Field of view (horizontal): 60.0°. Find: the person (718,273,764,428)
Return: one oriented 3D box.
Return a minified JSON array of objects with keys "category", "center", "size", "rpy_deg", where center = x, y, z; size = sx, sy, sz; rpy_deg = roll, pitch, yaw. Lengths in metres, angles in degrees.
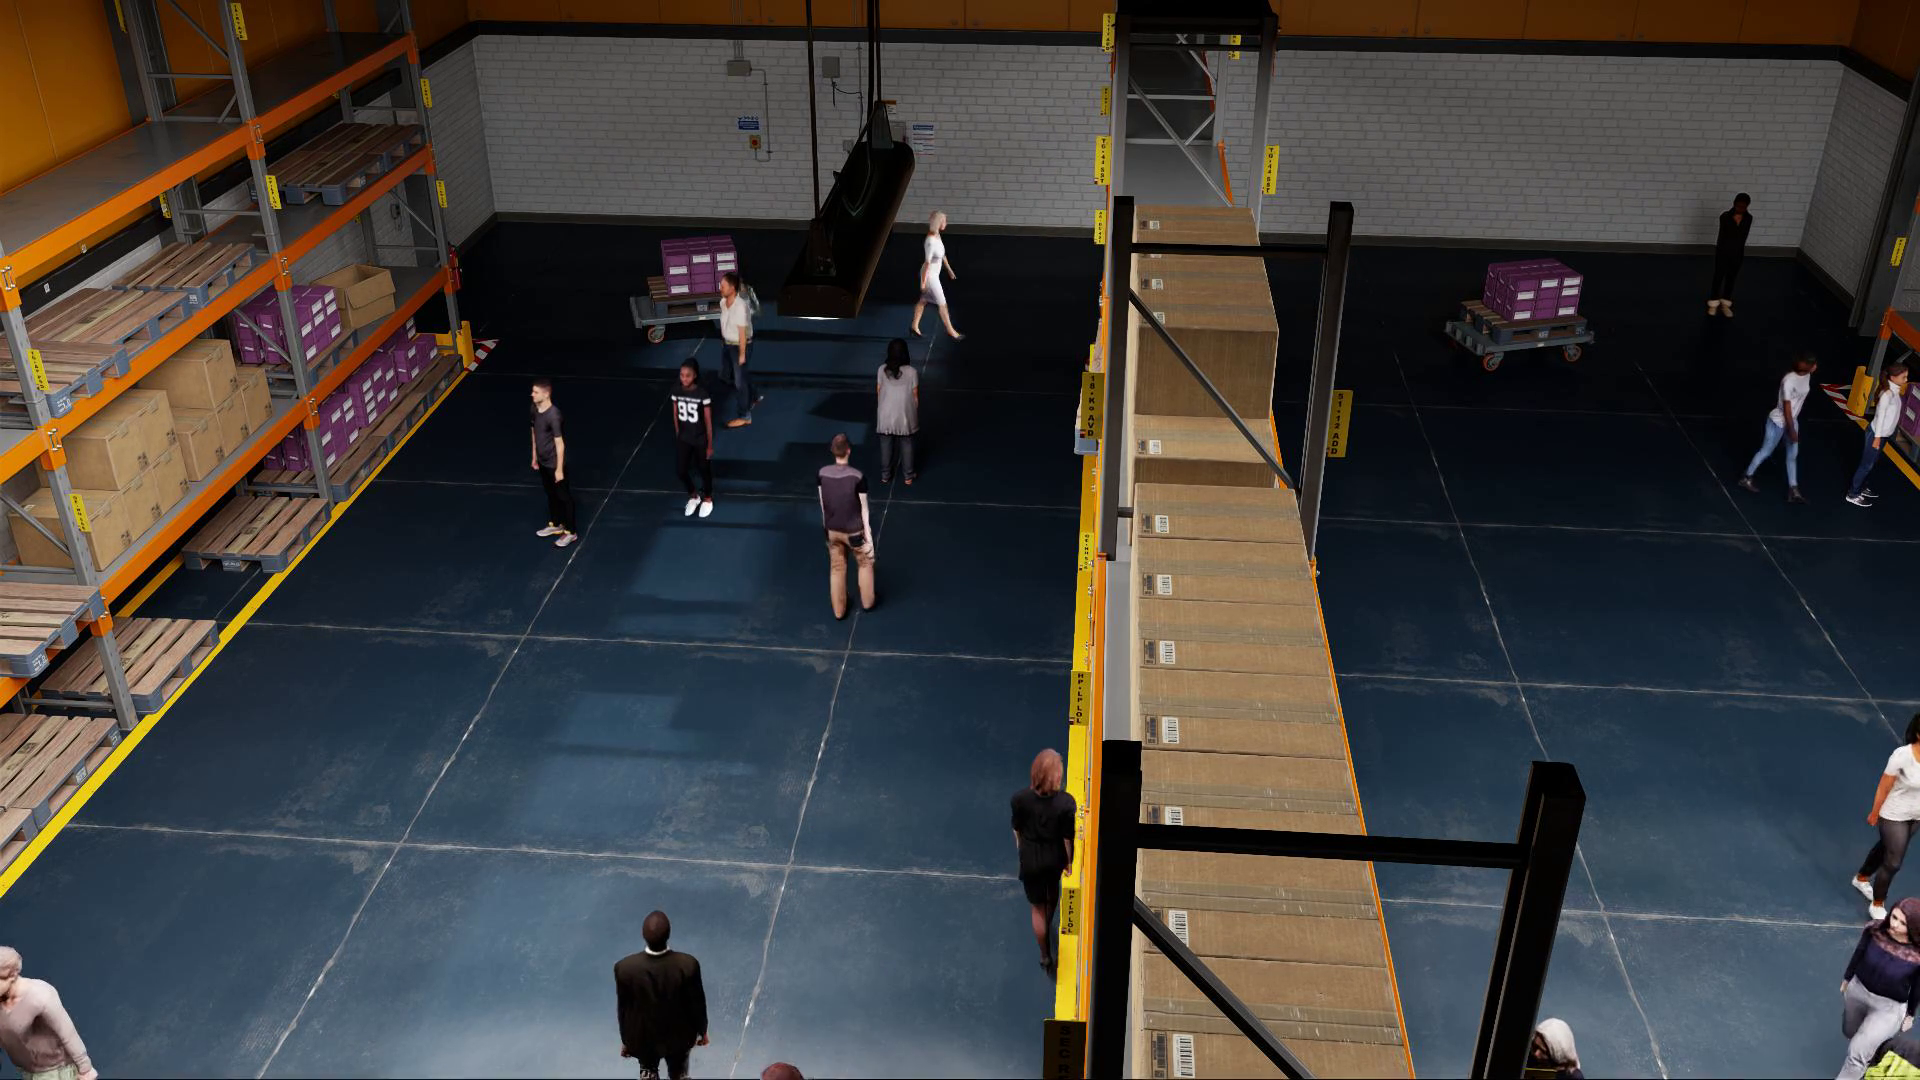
[{"category":"person","center":[-2.451,-2.188,19.021],"size":[0.924,1.842,0.866],"rpy_deg":[-19,34,-31]}]

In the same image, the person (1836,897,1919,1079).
[{"category":"person","center":[5.608,2.807,10.132],"size":[1.012,1.585,1.026],"rpy_deg":[-16,32,-27]}]

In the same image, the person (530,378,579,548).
[{"category":"person","center":[-4.053,-0.792,16.542],"size":[0.767,1.764,0.722],"rpy_deg":[-24,37,-37]}]

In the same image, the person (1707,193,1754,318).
[{"category":"person","center":[10.297,-3.844,22.248],"size":[0.623,1.659,0.566],"rpy_deg":[2,29,4]}]

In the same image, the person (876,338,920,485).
[{"category":"person","center":[-0.677,-1.379,17.785],"size":[0.617,1.605,0.642],"rpy_deg":[3,29,6]}]

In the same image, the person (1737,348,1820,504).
[{"category":"person","center":[8.537,-1.226,17.423],"size":[0.978,1.683,1.096],"rpy_deg":[-17,33,-29]}]

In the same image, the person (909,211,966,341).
[{"category":"person","center":[-0.464,-3.368,21.324],"size":[0.626,1.708,0.893],"rpy_deg":[2,29,3]}]

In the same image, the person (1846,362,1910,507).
[{"category":"person","center":[9.605,-1.132,17.382],"size":[0.682,1.558,0.601],"rpy_deg":[22,36,35]}]

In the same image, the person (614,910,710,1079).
[{"category":"person","center":[-1.730,2.939,9.679],"size":[0.760,1.788,0.830],"rpy_deg":[-4,29,-7]}]

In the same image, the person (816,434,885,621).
[{"category":"person","center":[-1.081,-0.075,15.166],"size":[0.821,1.824,0.873],"rpy_deg":[12,31,21]}]

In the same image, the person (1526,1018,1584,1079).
[{"category":"person","center":[3.103,3.272,9.110],"size":[0.699,1.748,0.744],"rpy_deg":[25,37,37]}]

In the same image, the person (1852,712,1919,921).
[{"category":"person","center":[6.607,1.886,11.779],"size":[0.721,1.624,0.860],"rpy_deg":[-7,29,-13]}]

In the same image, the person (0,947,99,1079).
[{"category":"person","center":[-5.177,2.972,9.557],"size":[0.797,1.847,0.894],"rpy_deg":[10,30,17]}]

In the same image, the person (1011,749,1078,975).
[{"category":"person","center":[0.562,2.207,11.131],"size":[0.650,1.681,0.798],"rpy_deg":[-2,29,-3]}]

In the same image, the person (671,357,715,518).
[{"category":"person","center":[-2.683,-1.064,17.090],"size":[0.662,1.717,0.673],"rpy_deg":[6,29,11]}]
